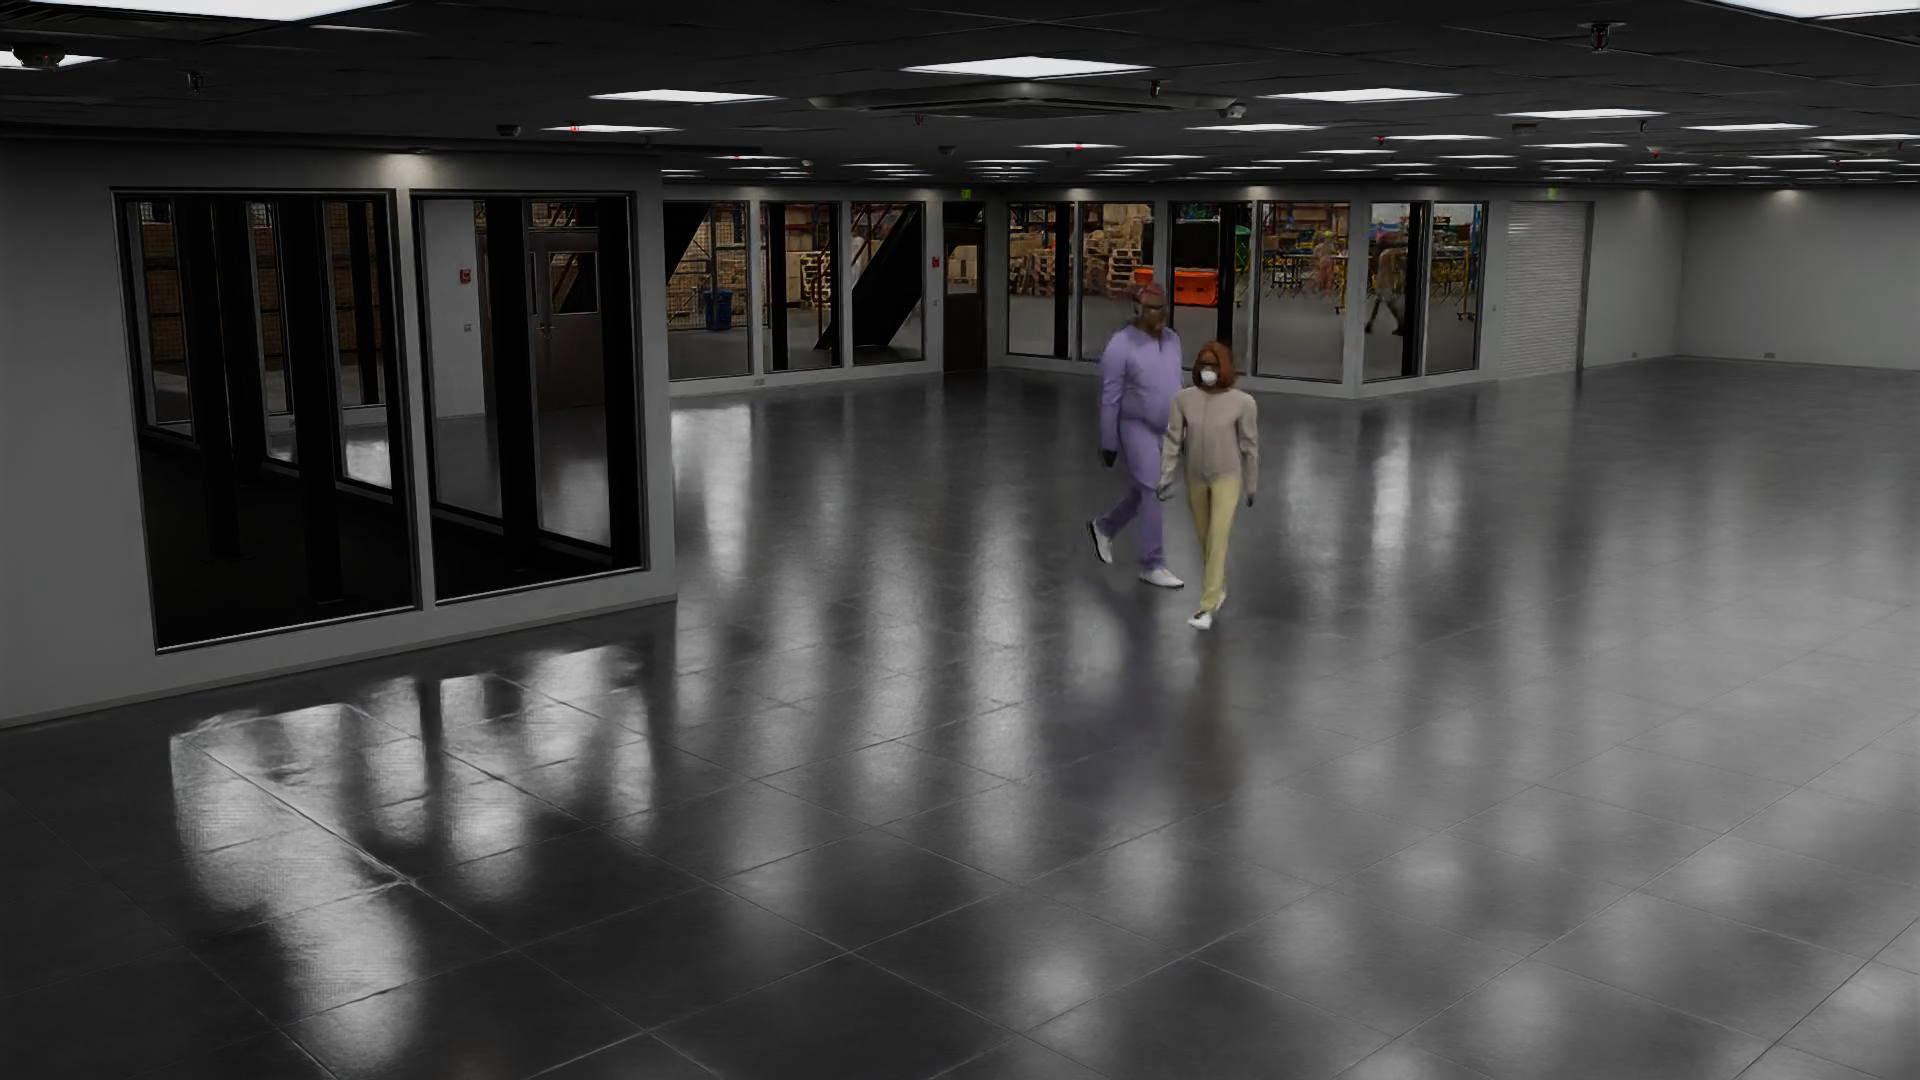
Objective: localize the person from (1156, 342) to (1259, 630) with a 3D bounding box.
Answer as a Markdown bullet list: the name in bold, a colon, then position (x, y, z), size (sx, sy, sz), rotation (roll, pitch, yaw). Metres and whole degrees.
- **person**: position (1.410, -0.321, 9.368), size (0.505, 1.591, 0.846), rotation (6, 13, 28)

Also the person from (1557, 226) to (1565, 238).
- **person**: position (27.946, -13.972, 77.102), size (0.646, 1.867, 0.985), rotation (-11, 16, -44)

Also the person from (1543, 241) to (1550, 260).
- **person**: position (18.189, -8.868, 51.498), size (0.512, 1.872, 0.328), rotation (4, 12, 18)

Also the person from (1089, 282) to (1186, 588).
- **person**: position (1.119, -0.680, 10.446), size (0.813, 1.878, 0.637), rotation (11, 16, 44)
